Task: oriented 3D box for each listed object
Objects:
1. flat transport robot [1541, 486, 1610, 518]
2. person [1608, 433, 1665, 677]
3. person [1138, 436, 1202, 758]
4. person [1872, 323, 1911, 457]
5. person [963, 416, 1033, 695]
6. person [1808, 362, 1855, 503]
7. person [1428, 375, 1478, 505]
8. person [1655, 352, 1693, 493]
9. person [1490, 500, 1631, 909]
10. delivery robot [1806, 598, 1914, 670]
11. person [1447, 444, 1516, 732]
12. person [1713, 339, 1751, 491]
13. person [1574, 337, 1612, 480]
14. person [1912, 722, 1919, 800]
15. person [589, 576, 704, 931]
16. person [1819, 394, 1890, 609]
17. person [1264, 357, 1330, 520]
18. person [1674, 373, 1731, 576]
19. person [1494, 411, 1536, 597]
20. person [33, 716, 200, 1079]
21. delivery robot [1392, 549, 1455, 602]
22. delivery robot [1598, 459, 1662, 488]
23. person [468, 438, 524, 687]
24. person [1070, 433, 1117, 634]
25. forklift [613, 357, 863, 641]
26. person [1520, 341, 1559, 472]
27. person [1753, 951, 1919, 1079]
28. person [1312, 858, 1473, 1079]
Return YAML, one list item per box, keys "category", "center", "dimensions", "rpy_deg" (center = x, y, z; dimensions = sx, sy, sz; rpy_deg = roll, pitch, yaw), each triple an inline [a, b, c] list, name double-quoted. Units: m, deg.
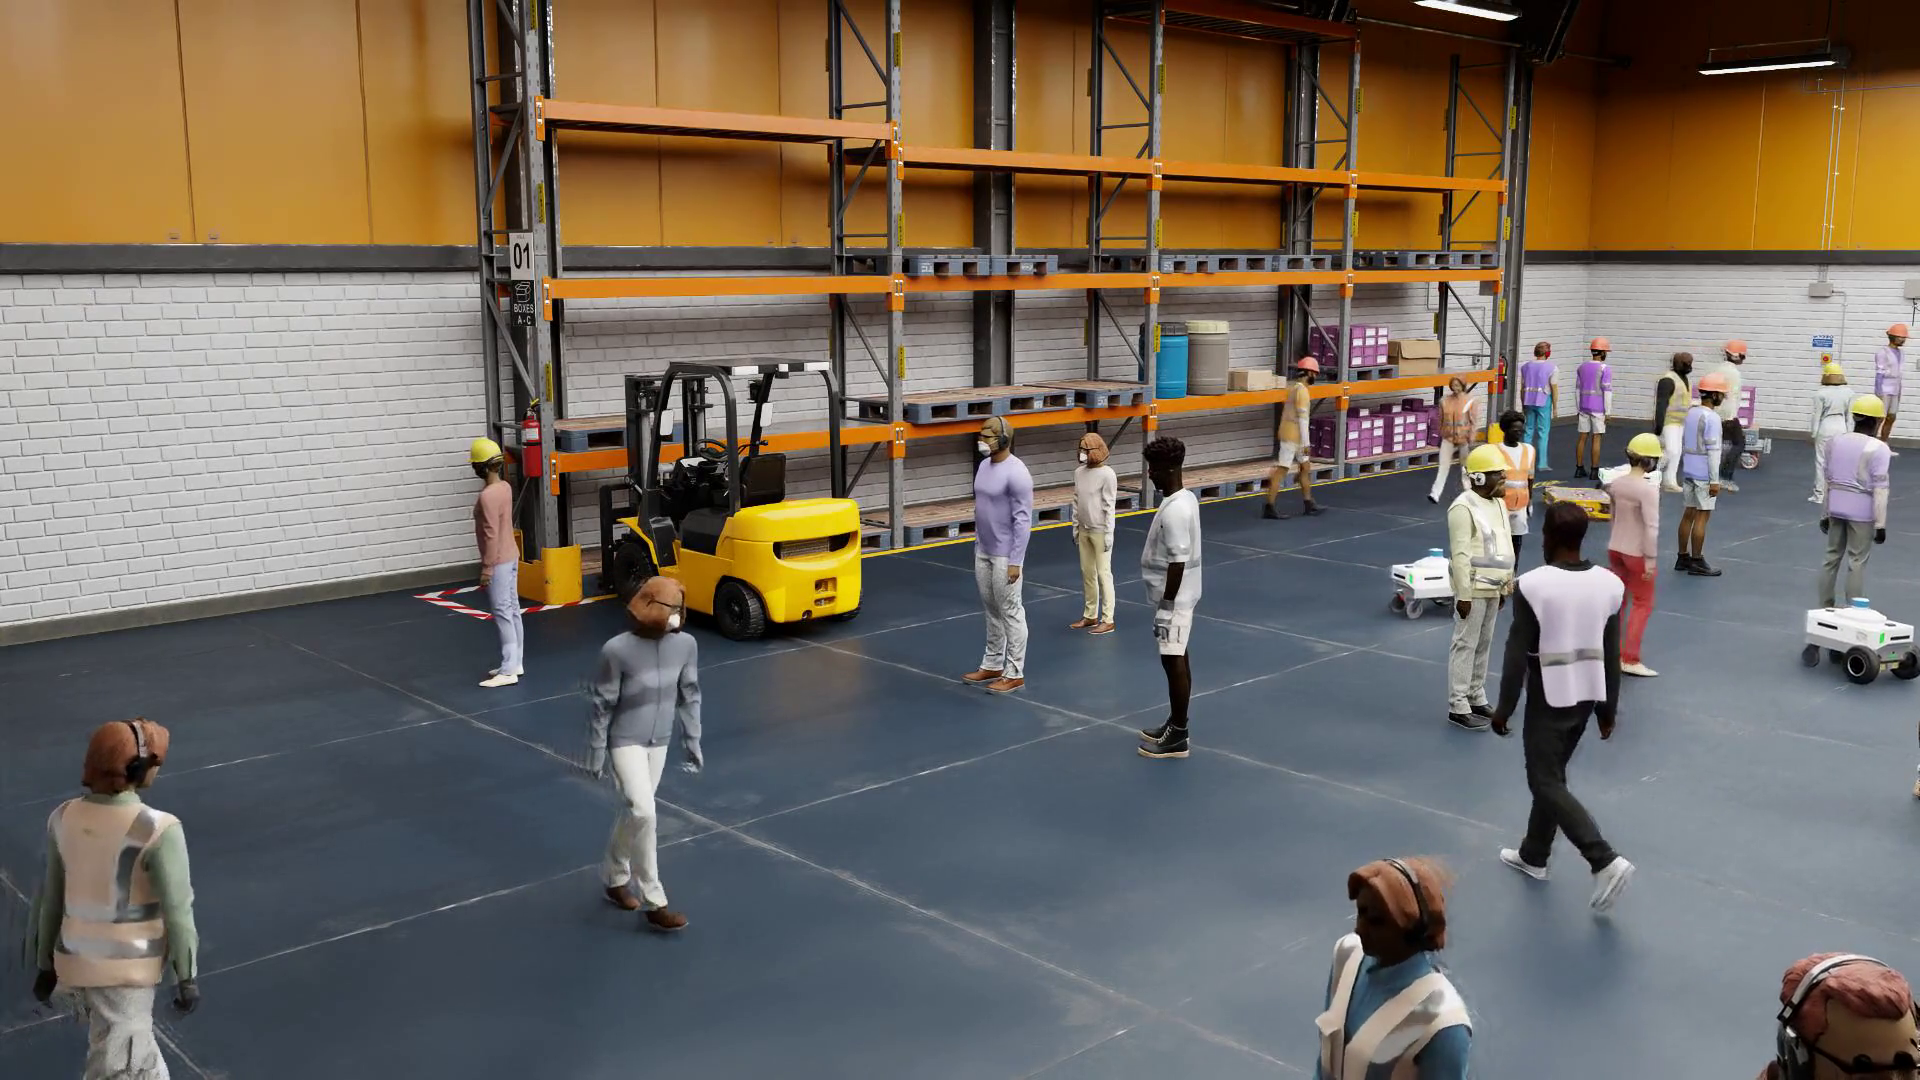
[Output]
- category: "flat transport robot"
  center: [7.329, -0.455, 19.716]
  dimensions: [0.652, 0.197, 1.431]
  rpy_deg: [2, 10, 12]
- category: "person"
  center: [4.906, 0.102, 12.101]
  dimensions: [0.330, 1.768, 0.534]
  rpy_deg: [-2, 10, -14]
- category: "person"
  center: [1.274, 0.344, 10.106]
  dimensions: [0.379, 1.959, 0.604]
  rpy_deg: [2, 10, 12]
- category: "person"
  center: [13.995, -2.237, 25.007]
  dimensions: [0.629, 2.029, 0.423]
  rpy_deg: [-5, 11, -26]
- category: "person"
  center: [0.272, 0.100, 11.589]
  dimensions: [0.370, 1.941, 0.627]
  rpy_deg: [-5, 11, -27]
- category: "person"
  center: [10.705, -1.313, 20.461]
  dimensions: [0.484, 1.740, 0.314]
  rpy_deg: [0, 10, 1]
- category: "person"
  center: [6.019, -1.202, 20.221]
  dimensions: [0.528, 1.583, 0.902]
  rpy_deg: [7, 12, 34]
- category: "person"
  center: [9.127, -1.508, 21.339]
  dimensions: [0.667, 1.822, 0.477]
  rpy_deg: [-9, 13, -43]
- category: "person"
  center: [2.887, 0.763, 7.847]
  dimensions: [0.590, 1.895, 0.830]
  rpy_deg: [-4, 11, -23]
- category: "delivery robot"
  center: [6.515, 0.664, 12.060]
  dimensions: [0.477, 0.478, 0.707]
  rpy_deg: [-3, 10, -19]
- category: "person"
  center: [3.360, 0.299, 10.726]
  dimensions: [0.404, 1.837, 0.590]
  rpy_deg: [8, 13, 39]
- category: "person"
  center: [9.905, -1.596, 21.443]
  dimensions: [0.536, 1.965, 0.610]
  rpy_deg: [-1, 10, -4]
- category: "person"
  center: [8.652, -1.788, 22.659]
  dimensions: [0.377, 1.932, 0.552]
  rpy_deg: [-5, 11, -29]
- category: "person"
  center: [5.547, 0.475, 9.094]
  dimensions: [0.397, 2.043, 0.610]
  rpy_deg: [-2, 10, -13]
- category: "person"
  center: [-1.406, 0.954, 7.570]
  dimensions: [0.723, 1.592, 0.525]
  rpy_deg: [8, 13, 40]
- category: "person"
  center: [7.283, -0.228, 13.562]
  dimensions: [0.385, 1.923, 0.606]
  rpy_deg: [-4, 10, -22]
- category: "person"
  center: [3.929, -1.174, 19.270]
  dimensions: [0.845, 1.870, 0.576]
  rpy_deg: [1, 10, 5]
- category: "person"
  center: [7.104, -0.628, 15.863]
  dimensions: [0.370, 1.933, 0.553]
  rpy_deg: [-1, 10, -3]
- category: "person"
  center: [4.828, -0.302, 14.680]
  dimensions: [0.553, 1.691, 0.318]
  rpy_deg: [-3, 10, -16]
- category: "person"
  center: [-2.677, 1.365, 5.203]
  dimensions: [0.555, 1.593, 0.870]
  rpy_deg: [4, 10, 22]
- category: "delivery robot"
  center: [4.030, 0.316, 14.096]
  dimensions: [0.707, 0.478, 0.477]
  rpy_deg: [-3, 10, -16]
- category: "delivery robot"
  center: [8.200, -0.752, 20.353]
  dimensions: [0.707, 0.478, 0.477]
  rpy_deg: [3, 10, 16]
- category: "person"
  center: [-3.289, 0.159, 11.757]
  dimensions: [0.329, 1.765, 0.526]
  rpy_deg: [0, 10, 0]
- category: "person"
  center: [1.078, -0.056, 13.426]
  dimensions: [0.280, 1.624, 0.494]
  rpy_deg: [-7, 12, -35]
- category: "forklift"
  center: [-1.847, -0.414, 13.852]
  dimensions: [1.214, 2.155, 2.313]
  rpy_deg: [-9, 13, -42]
- category: "person"
  center: [8.142, -1.874, 23.426]
  dimensions: [0.390, 1.845, 0.566]
  rpy_deg: [-8, 13, -39]
- category: "person"
  center: [1.445, 1.611, 2.837]
  dimensions: [0.642, 1.909, 0.399]
  rpy_deg: [-2, 10, -9]
- category: "person"
  center: [1.088, 1.539, 4.083]
  dimensions: [0.685, 1.616, 0.522]
  rpy_deg: [-3, 10, -15]
